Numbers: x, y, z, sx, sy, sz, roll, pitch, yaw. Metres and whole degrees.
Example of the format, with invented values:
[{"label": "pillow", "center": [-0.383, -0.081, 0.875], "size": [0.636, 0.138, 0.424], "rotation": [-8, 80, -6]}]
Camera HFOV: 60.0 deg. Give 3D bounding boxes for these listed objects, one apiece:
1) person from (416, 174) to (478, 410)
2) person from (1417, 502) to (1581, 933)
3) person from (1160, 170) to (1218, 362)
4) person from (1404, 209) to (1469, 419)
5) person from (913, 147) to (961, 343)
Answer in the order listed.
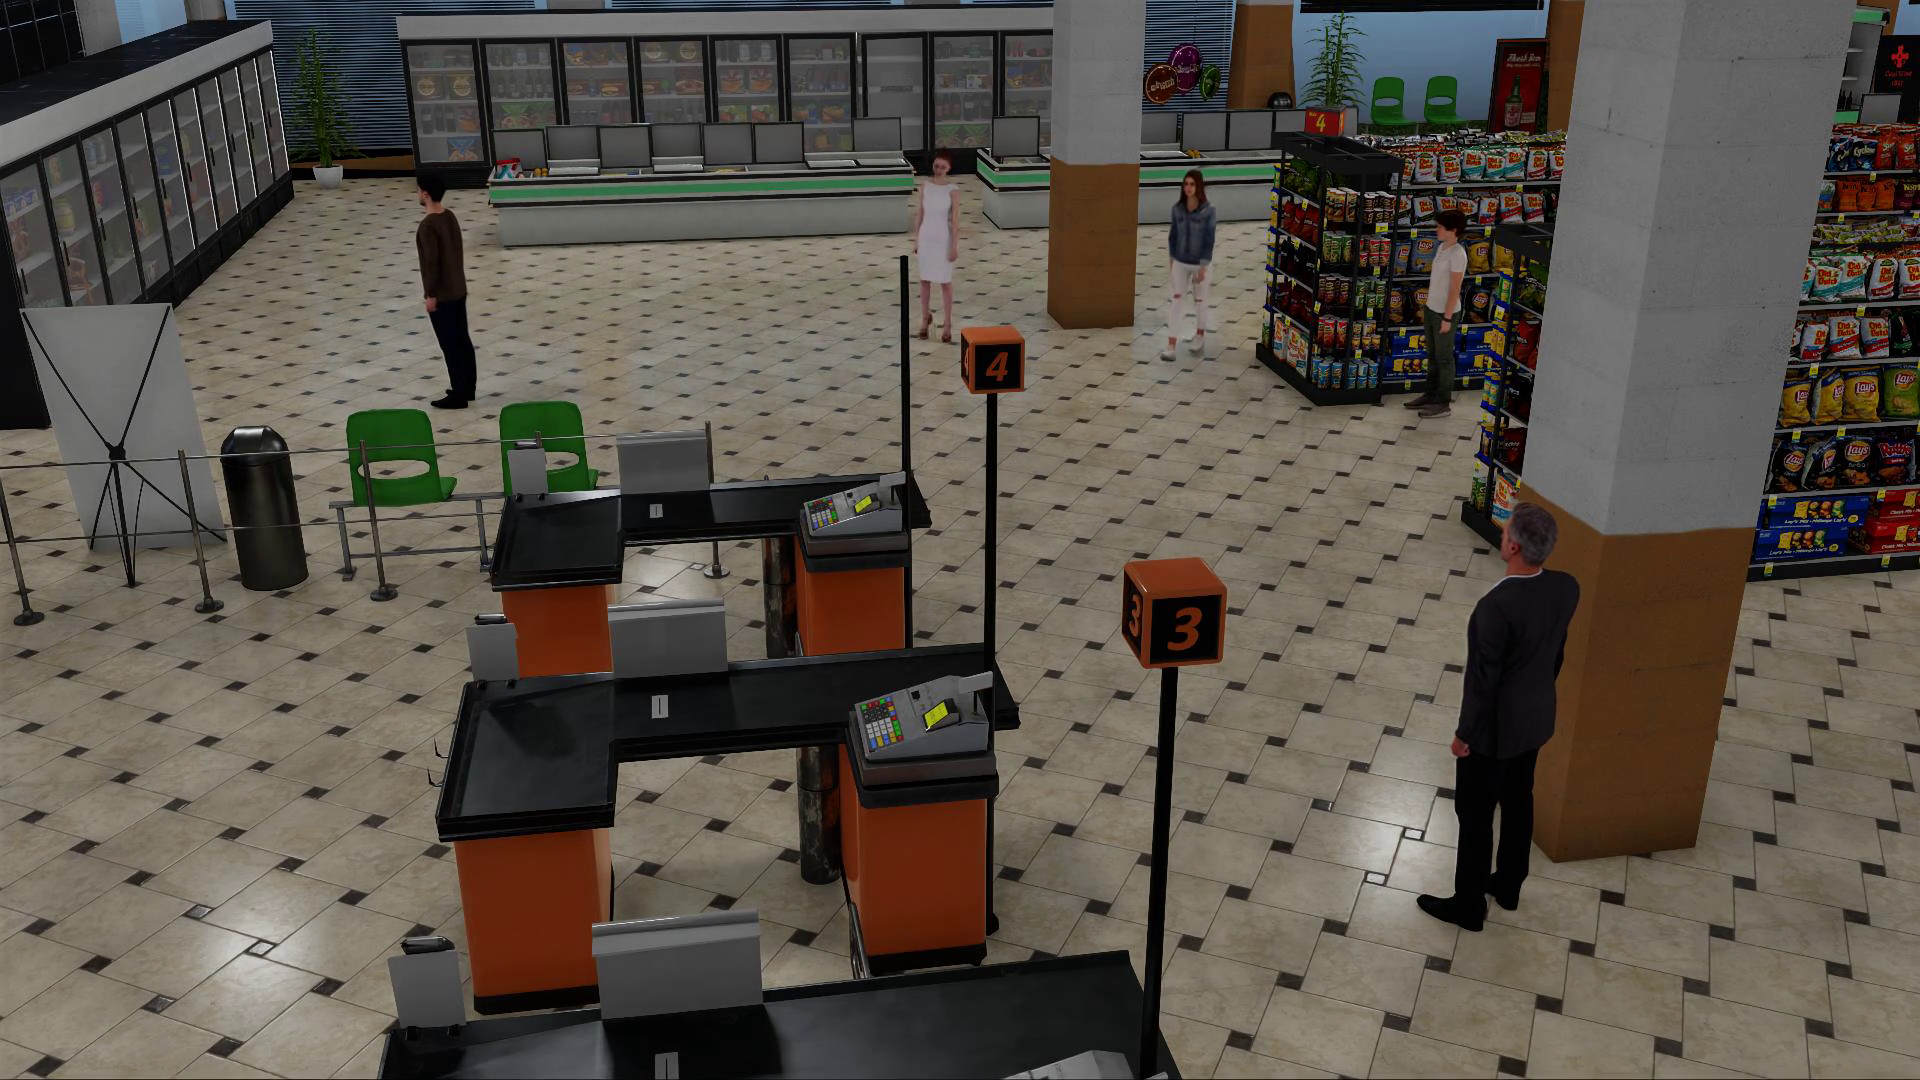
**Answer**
[{"label": "person", "center": [-4.134, -2.000, 13.381], "size": [0.688, 1.888, 0.720], "rotation": [3, 22, 8]}, {"label": "person", "center": [2.190, 0.709, 6.700], "size": [0.714, 1.842, 0.856], "rotation": [-15, 26, -33]}, {"label": "person", "center": [2.092, -2.420, 14.741], "size": [1.112, 1.653, 1.082], "rotation": [10, 24, 24]}, {"label": "person", "center": [3.835, -1.805, 13.206], "size": [0.517, 1.654, 0.555], "rotation": [-3, 22, -8]}, {"label": "person", "center": [-0.220, -2.712, 15.280], "size": [0.650, 1.791, 0.756], "rotation": [12, 25, 27]}]
